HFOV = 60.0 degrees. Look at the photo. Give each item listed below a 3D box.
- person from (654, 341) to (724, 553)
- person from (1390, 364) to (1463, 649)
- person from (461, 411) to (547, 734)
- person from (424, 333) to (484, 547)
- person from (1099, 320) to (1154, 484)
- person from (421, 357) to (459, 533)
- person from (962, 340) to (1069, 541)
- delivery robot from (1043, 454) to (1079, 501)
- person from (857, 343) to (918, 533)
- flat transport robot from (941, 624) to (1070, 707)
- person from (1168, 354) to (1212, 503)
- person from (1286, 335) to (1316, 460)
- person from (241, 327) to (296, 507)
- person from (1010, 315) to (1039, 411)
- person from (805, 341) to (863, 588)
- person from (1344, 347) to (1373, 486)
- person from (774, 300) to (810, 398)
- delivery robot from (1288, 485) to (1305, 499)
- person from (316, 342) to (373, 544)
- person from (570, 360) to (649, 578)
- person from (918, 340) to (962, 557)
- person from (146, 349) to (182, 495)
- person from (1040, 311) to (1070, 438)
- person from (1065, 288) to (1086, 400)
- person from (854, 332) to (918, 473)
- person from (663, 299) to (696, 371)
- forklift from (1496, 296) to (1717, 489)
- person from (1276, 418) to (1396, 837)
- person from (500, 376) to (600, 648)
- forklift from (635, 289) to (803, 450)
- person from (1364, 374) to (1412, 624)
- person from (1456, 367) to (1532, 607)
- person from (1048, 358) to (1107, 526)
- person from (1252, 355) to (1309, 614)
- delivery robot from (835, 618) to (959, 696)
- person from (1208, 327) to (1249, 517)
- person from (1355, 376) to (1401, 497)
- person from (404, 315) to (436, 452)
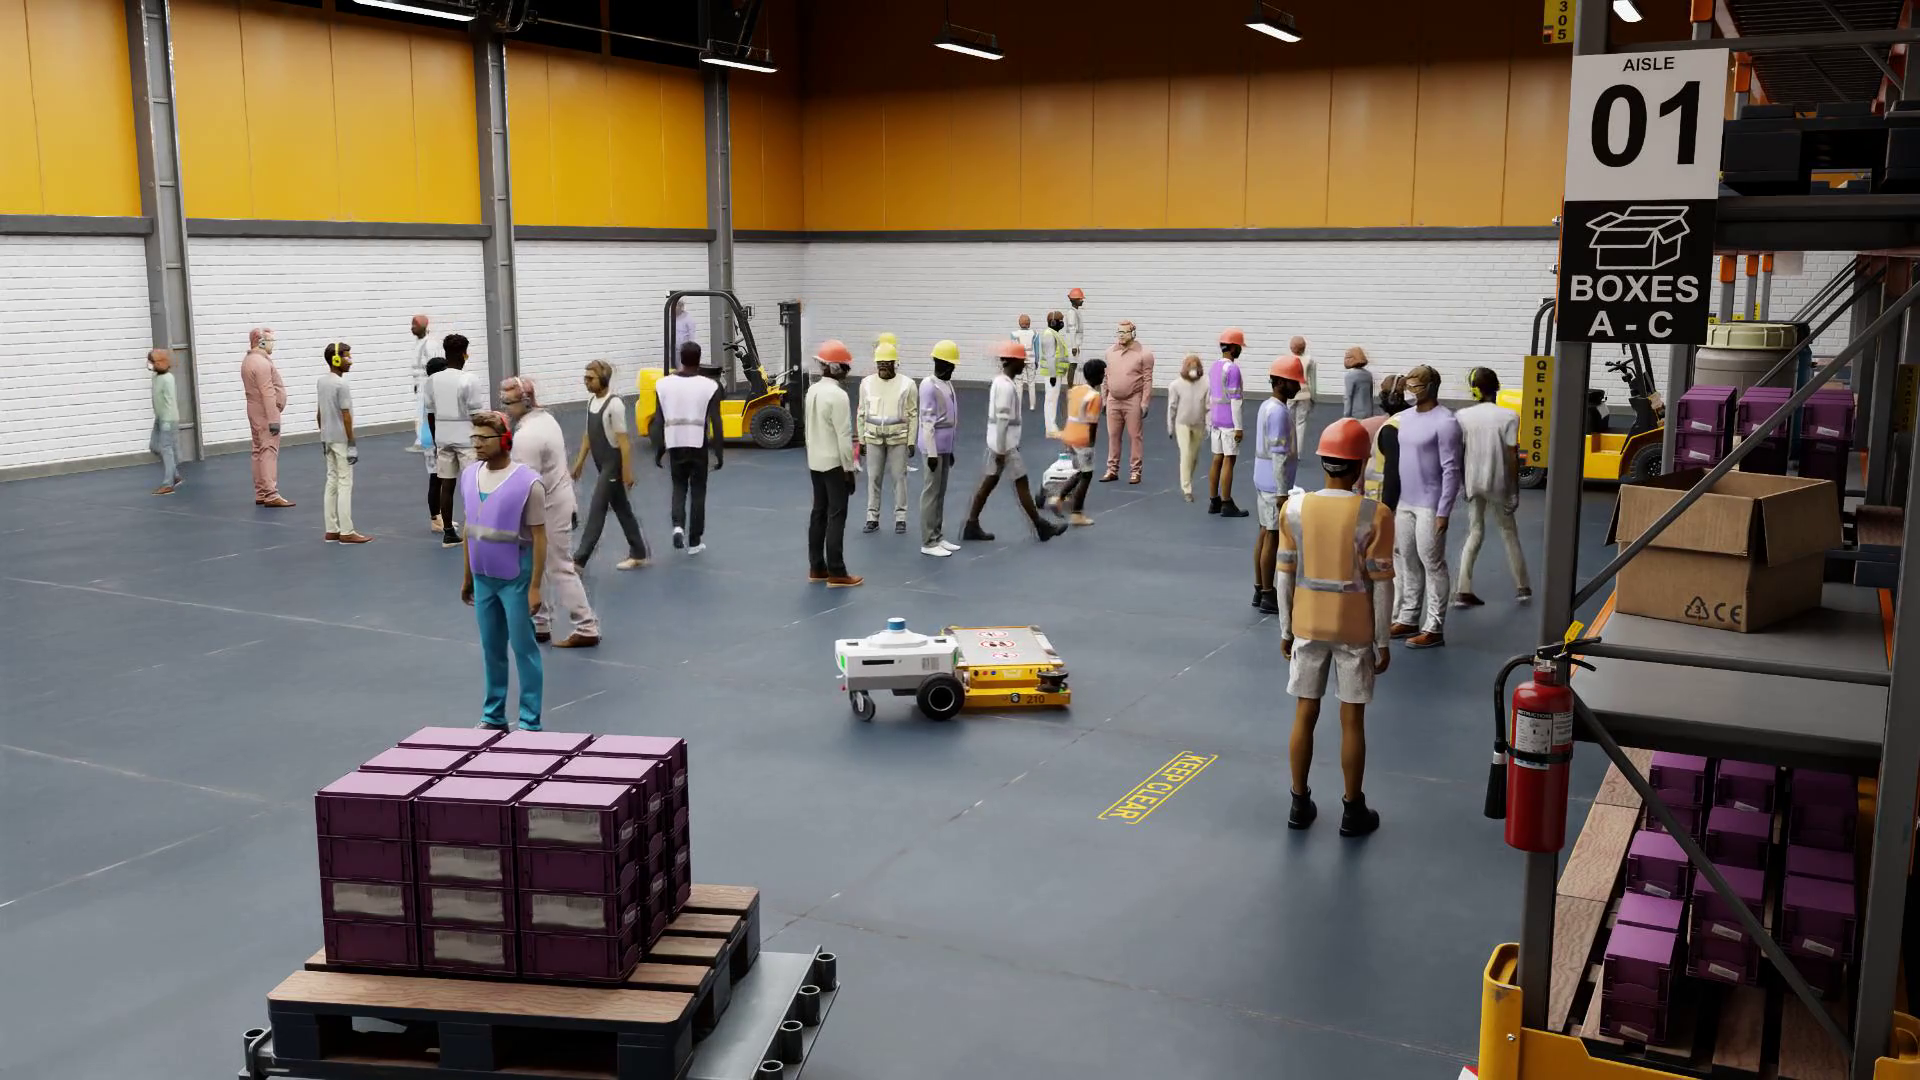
[{"bbox_3d":[-2.423,-0.824,14.911,0.624,1.898,0.449,1,10,7],"label":"person"},{"bbox_3d":[3.159,-0.229,11.356,0.372,1.939,0.629,-3,10,-19],"label":"person"},{"bbox_3d":[-2.474,0.213,9.056,0.563,1.848,0.390,6,11,29],"label":"person"},{"bbox_3d":[-4.558,-0.895,15.141,0.603,1.962,0.368,3,10,19],"label":"person"},{"bbox_3d":[1.925,-1.610,19.437,0.641,1.909,0.409,6,11,29],"label":"person"},{"bbox_3d":[-5.025,-0.918,16.041,0.321,1.695,0.530,-2,10,-13],"label":"person"},{"bbox_3d":[0.488,-0.911,15.476,1.008,1.874,0.556,-1,10,-5],"label":"person"},{"bbox_3d":[1.097,-0.671,17.640,0.477,0.478,0.707,2,10,12],"label":"delivery robot"},{"bbox_3d":[-0.705,-0.976,15.983,0.590,1.833,0.403,1,10,8],"label":"person"},{"bbox_3d":[0.255,0.764,10.425,0.652,0.197,1.431,-1,10,-6],"label":"flat transport robot"},{"bbox_3d":[2.504,-1.244,18.204,0.491,1.603,0.739,-1,10,-7],"label":"person"},{"bbox_3d":[4.355,-1.834,21.542,0.514,1.630,0.372,1,10,4],"label":"person"},{"bbox_3d":[-7.350,-1.299,17.644,0.411,1.908,0.643,-8,12,-37],"label":"person"},{"bbox_3d":[1.097,-3.013,28.332,0.525,1.639,0.307,-2,10,-13],"label":"person"},{"bbox_3d":[-1.032,-0.606,13.436,0.391,1.987,0.657,-6,12,-33],"label":"person"},{"bbox_3d":[4.543,-1.399,19.092,0.524,1.604,0.536,-8,13,-39],"label":"person"},{"bbox_3d":[-3.112,-3.496,30.607,0.587,1.827,1.014,9,13,42],"label":"person"},{"bbox_3d":[3.108,-0.358,15.828,0.477,0.478,0.707,2,10,11],"label":"delivery robot"},{"bbox_3d":[-5.745,-0.892,15.412,0.514,1.864,0.327,8,13,40],"label":"person"},{"bbox_3d":[-3.022,-0.596,13.870,0.938,1.795,0.521,-6,11,-31],"label":"person"},{"bbox_3d":[-0.172,-0.821,14.845,0.389,1.916,0.585,3,10,17],"label":"person"},{"bbox_3d":[-8.911,-1.320,18.556,0.361,1.624,0.547,-9,13,-42],"label":"person"},{"bbox_3d":[1.386,-2.414,24.284,0.429,1.844,0.627,1,10,8],"label":"person"},{"bbox_3d":[2.121,-3.588,30.494,0.378,2.044,0.607,1,10,6],"label":"person"},{"bbox_3d":[-0.955,-1.671,20.292,0.821,1.736,0.534,-1,10,-7],"label":"person"},{"bbox_3d":[-4.991,-3.326,29.458,0.725,1.884,0.480,5,11,28],"label":"person"},{"bbox_3d":[7.296,-1.677,18.993,2.313,2.155,1.214,5,11,27],"label":"forklift"},{"bbox_3d":[1.736,0.404,7.689,0.547,1.938,0.359,5,11,28],"label":"person"},{"bbox_3d":[-2.829,-0.172,11.239,0.778,1.865,0.664,-1,10,-7],"label":"person"},{"bbox_3d":[-3.358,-2.392,23.136,2.313,2.155,1.214,-1,10,-5],"label":"forklift"},{"bbox_3d":[3.066,-0.246,11.731,0.430,1.843,0.625,6,11,31],"label":"person"},{"bbox_3d":[4.077,-0.393,12.633,0.579,1.826,0.718,8,12,38],"label":"person"},{"bbox_3d":[1.191,-0.960,16.367,0.475,1.664,0.545,-4,11,-22],"label":"person"},{"bbox_3d":[2.389,-0.412,12.444,0.374,1.928,0.542,0,10,1],"label":"person"},{"bbox_3d":[-0.372,0.699,9.712,0.707,0.478,0.477,-1,10,-8],"label":"delivery robot"},{"bbox_3d":[2.747,-1.205,17.004,0.355,1.938,0.544,-3,10,-18],"label":"person"},{"bbox_3d":[3.284,-0.373,12.691,0.534,1.766,0.317,5,11,27],"label":"person"},{"bbox_3d":[-7.192,-2.129,22.567,0.731,1.861,0.577,-6,11,-30],"label":"person"}]
